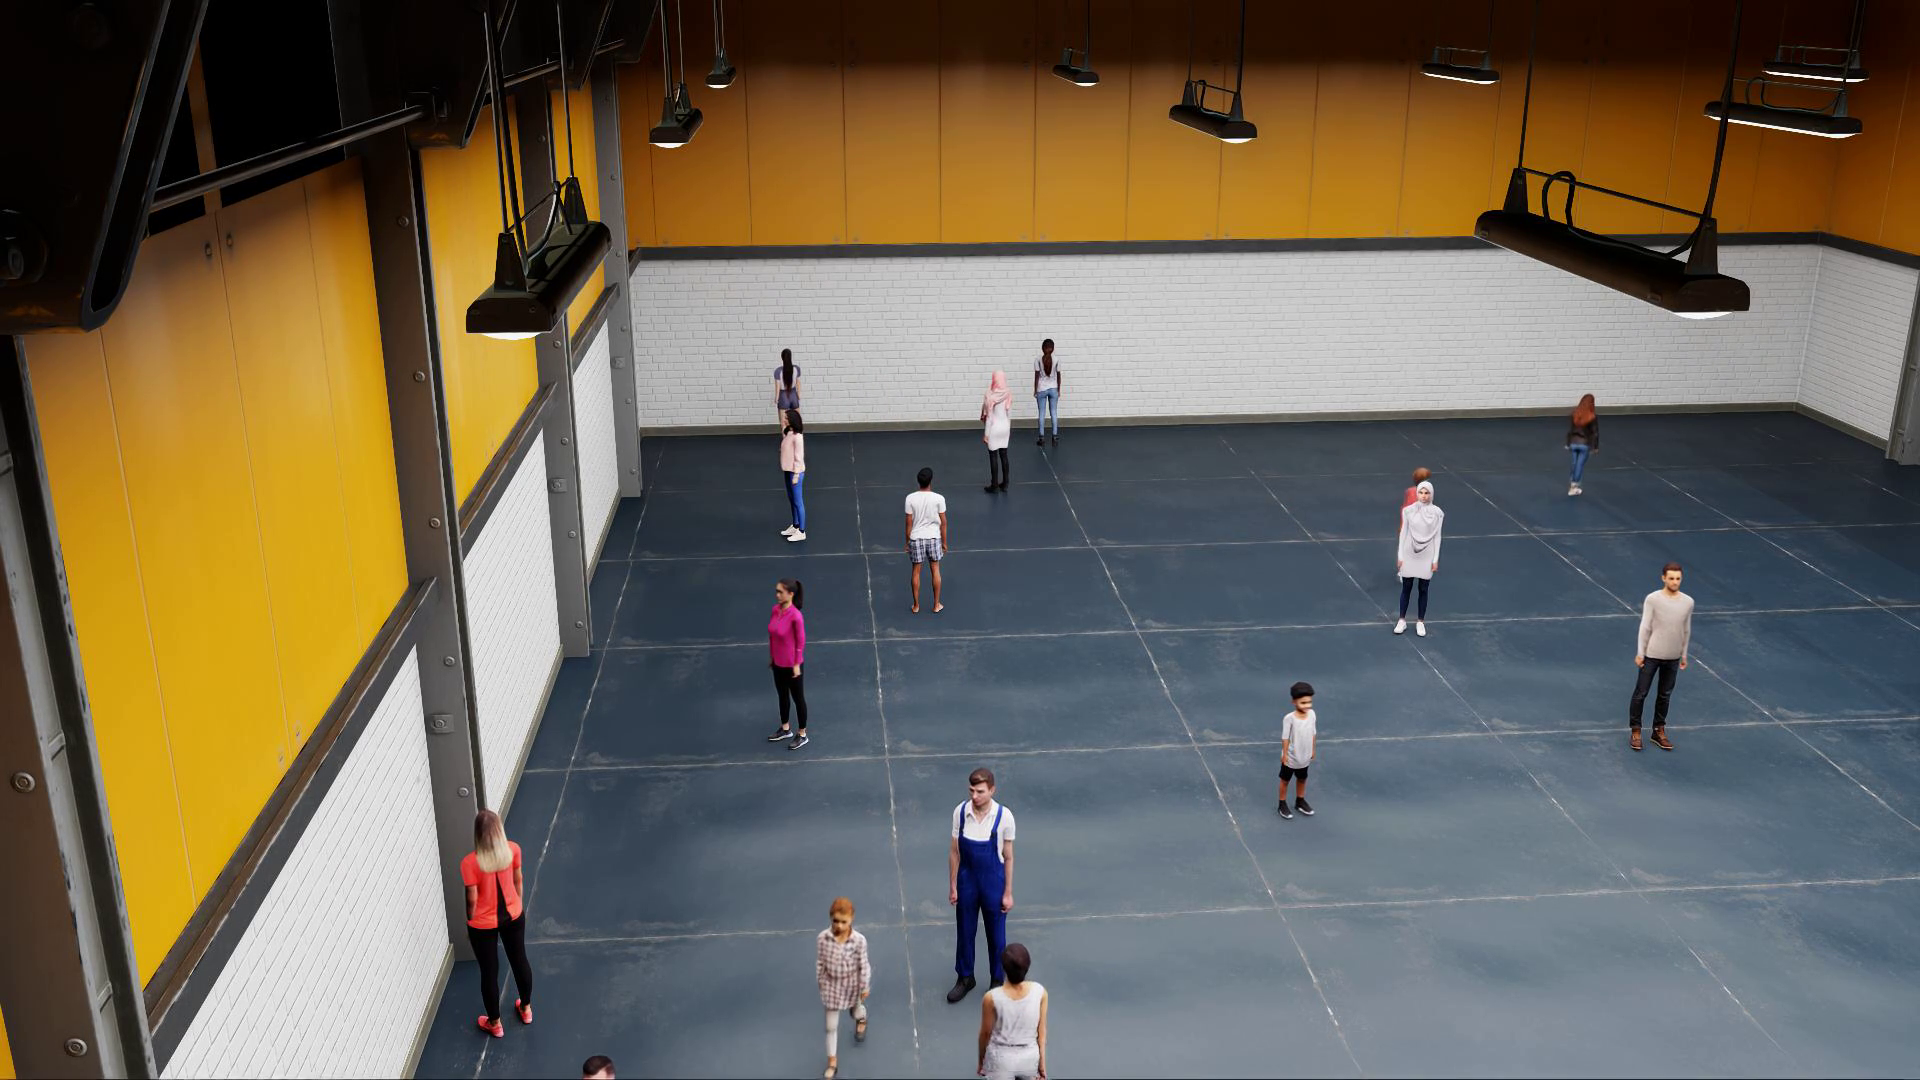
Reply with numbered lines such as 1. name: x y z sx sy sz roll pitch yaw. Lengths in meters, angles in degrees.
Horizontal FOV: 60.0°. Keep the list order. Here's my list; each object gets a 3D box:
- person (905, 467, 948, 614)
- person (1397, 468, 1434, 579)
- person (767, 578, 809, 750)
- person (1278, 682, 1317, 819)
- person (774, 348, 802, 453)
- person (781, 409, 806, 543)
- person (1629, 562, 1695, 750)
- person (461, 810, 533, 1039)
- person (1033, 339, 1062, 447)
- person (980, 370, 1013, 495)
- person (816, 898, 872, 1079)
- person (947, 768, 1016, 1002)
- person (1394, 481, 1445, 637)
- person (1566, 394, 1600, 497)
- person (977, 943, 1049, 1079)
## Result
1. person: -0.408 0.003 19.387 0.672 1.732 0.556 1 19 2
2. person: 5.589 -0.179 20.463 0.948 1.391 0.951 -16 24 -39
3. person: -1.645 1.165 15.989 0.688 1.698 0.754 17 25 40
4. person: 2.978 1.838 14.686 0.520 1.256 0.529 -6 19 -17
5. person: -2.676 -2.186 26.015 0.667 1.650 0.655 -10 21 -27
6. person: -2.182 -0.872 21.926 0.760 1.770 0.589 -7 20 -21
7. person: 6.716 1.094 15.935 0.658 1.868 0.582 0 19 0
8. person: -3.224 2.649 11.587 0.676 1.694 0.707 -16 24 -39
9. person: 1.385 -2.353 26.402 0.587 1.719 0.506 -2 19 -6
10. person: 0.545 -1.564 23.928 0.735 1.803 0.756 -13 22 -33
11. person: -0.771 2.971 11.275 0.707 1.285 0.974 4 19 11
12. person: 0.166 2.458 11.913 0.706 1.849 0.689 5 19 15
13. person: 5.165 0.196 18.745 0.678 1.776 0.650 5 19 15
14. person: 8.872 -1.356 23.847 0.832 1.460 0.879 17 25 41
15. person: 0.337 3.222 10.085 0.671 1.569 1.097 -4 19 -13
